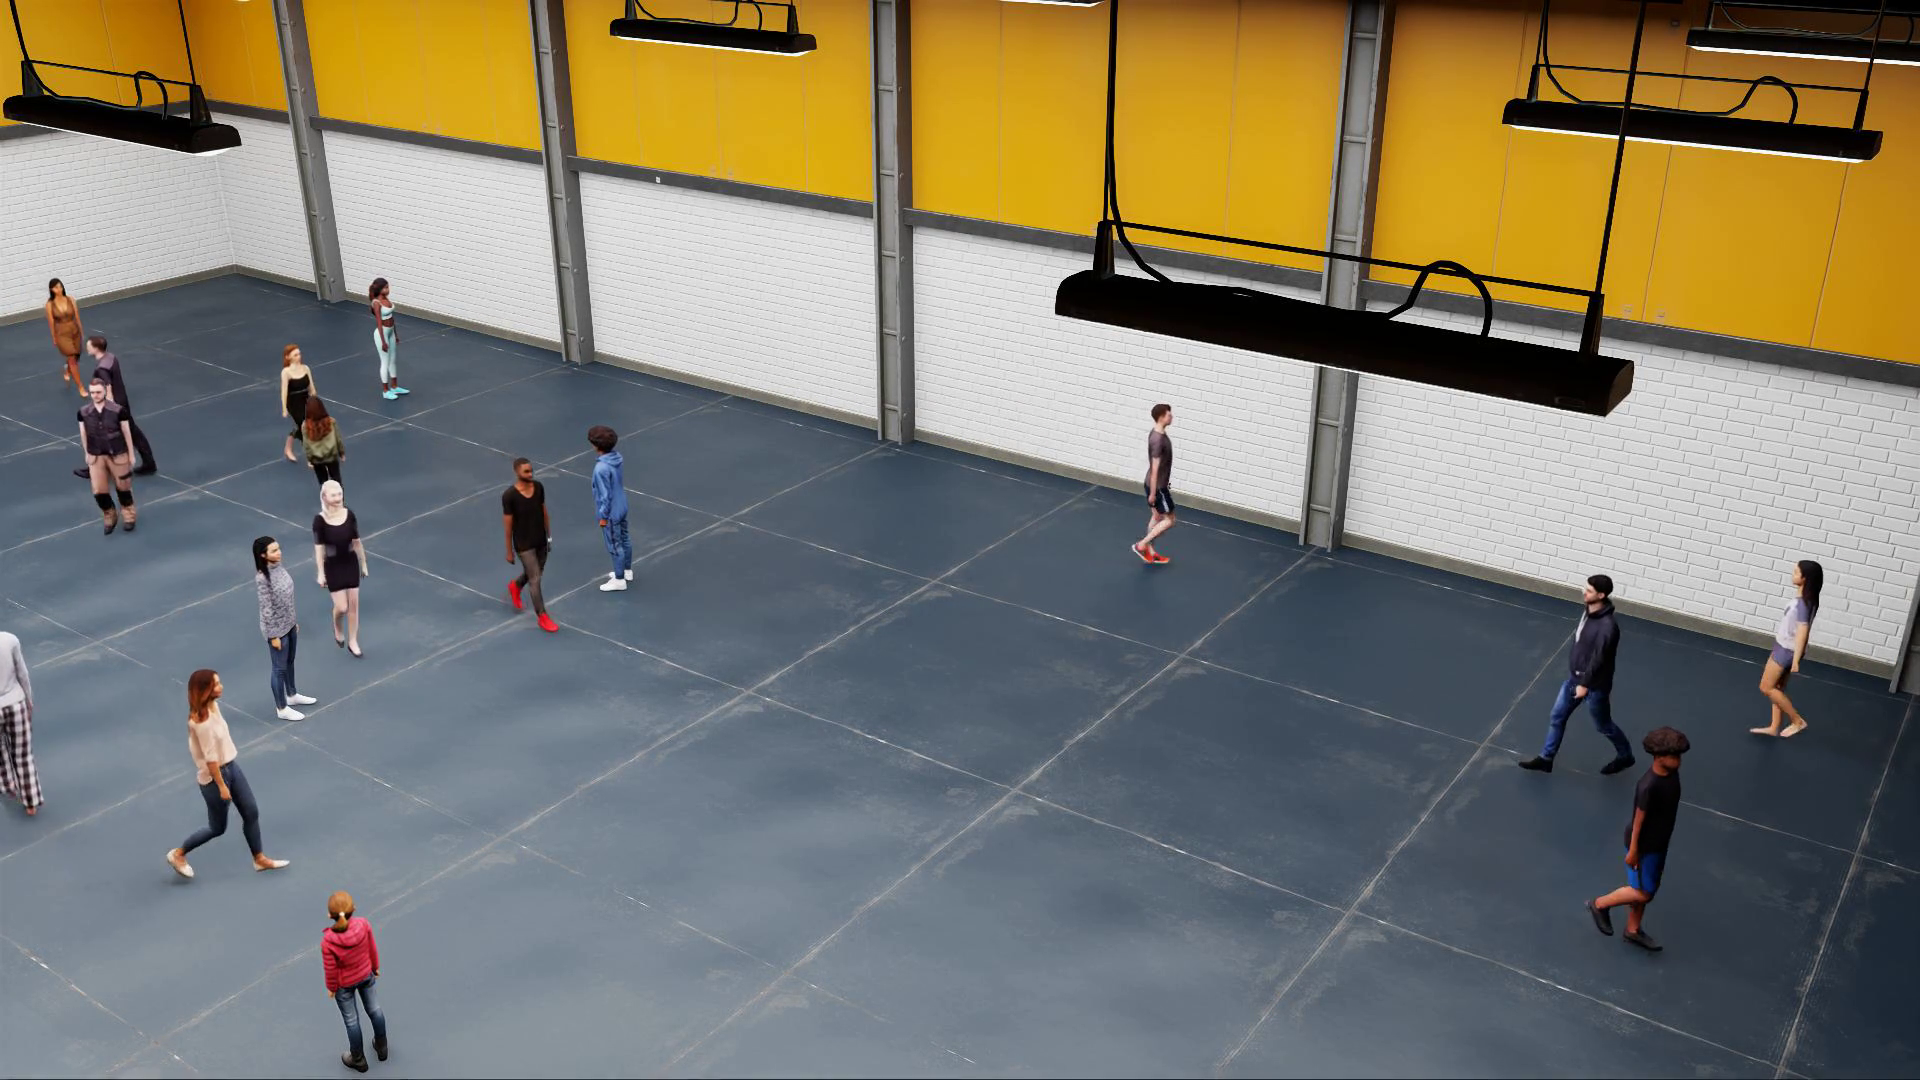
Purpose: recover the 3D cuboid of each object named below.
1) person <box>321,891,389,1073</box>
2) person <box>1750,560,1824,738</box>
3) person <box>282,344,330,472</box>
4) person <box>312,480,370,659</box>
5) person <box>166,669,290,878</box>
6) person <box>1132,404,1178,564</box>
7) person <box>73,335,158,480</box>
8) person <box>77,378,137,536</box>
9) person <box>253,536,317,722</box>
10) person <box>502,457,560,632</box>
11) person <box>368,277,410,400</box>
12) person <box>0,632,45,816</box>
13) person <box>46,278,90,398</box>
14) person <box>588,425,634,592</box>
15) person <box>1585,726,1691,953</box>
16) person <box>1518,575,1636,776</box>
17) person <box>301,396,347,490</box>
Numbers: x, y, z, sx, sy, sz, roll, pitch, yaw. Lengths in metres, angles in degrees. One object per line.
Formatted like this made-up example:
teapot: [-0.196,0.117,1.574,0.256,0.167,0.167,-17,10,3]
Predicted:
person: [-3.916,2.840,10.762,0.540,1.318,0.540,21,31,40]
person: [7.318,0.983,14.505,0.689,1.723,0.629,11,26,24]
person: [-8.287,-1.652,20.724,1.160,1.570,0.647,13,27,28]
person: [-5.999,0.271,16.011,0.669,1.821,0.715,-22,32,-40]
person: [-5.683,1.813,12.558,1.137,1.761,1.014,-2,24,-4]
person: [2.061,-0.592,17.962,0.863,1.840,0.815,1,24,3]
person: [-10.243,-1.609,20.337,1.229,1.800,1.181,-4,24,-9]
person: [-9.637,-0.986,18.883,0.827,1.824,0.872,-6,24,-14]
person: [-6.135,0.767,14.987,0.705,1.732,0.690,1,24,1]
person: [-4.369,0.003,16.679,1.128,1.778,0.714,18,29,35]
person: [-8.025,-2.828,23.226,0.663,1.720,0.647,4,24,8]
person: [-7.732,1.396,13.444,0.794,1.815,0.966,-18,29,-35]
person: [-12.556,-2.851,23.345,1.003,1.667,0.593,18,29,35]
person: [-3.644,-0.347,17.446,0.717,1.805,0.749,4,24,10]
person: [4.833,2.099,11.873,0.672,1.785,0.839,-21,31,-40]
person: [5.366,1.182,13.893,1.290,1.847,1.156,-1,24,-3]
person: [-7.332,-0.928,19.204,0.845,1.460,0.969,-9,25,-20]
